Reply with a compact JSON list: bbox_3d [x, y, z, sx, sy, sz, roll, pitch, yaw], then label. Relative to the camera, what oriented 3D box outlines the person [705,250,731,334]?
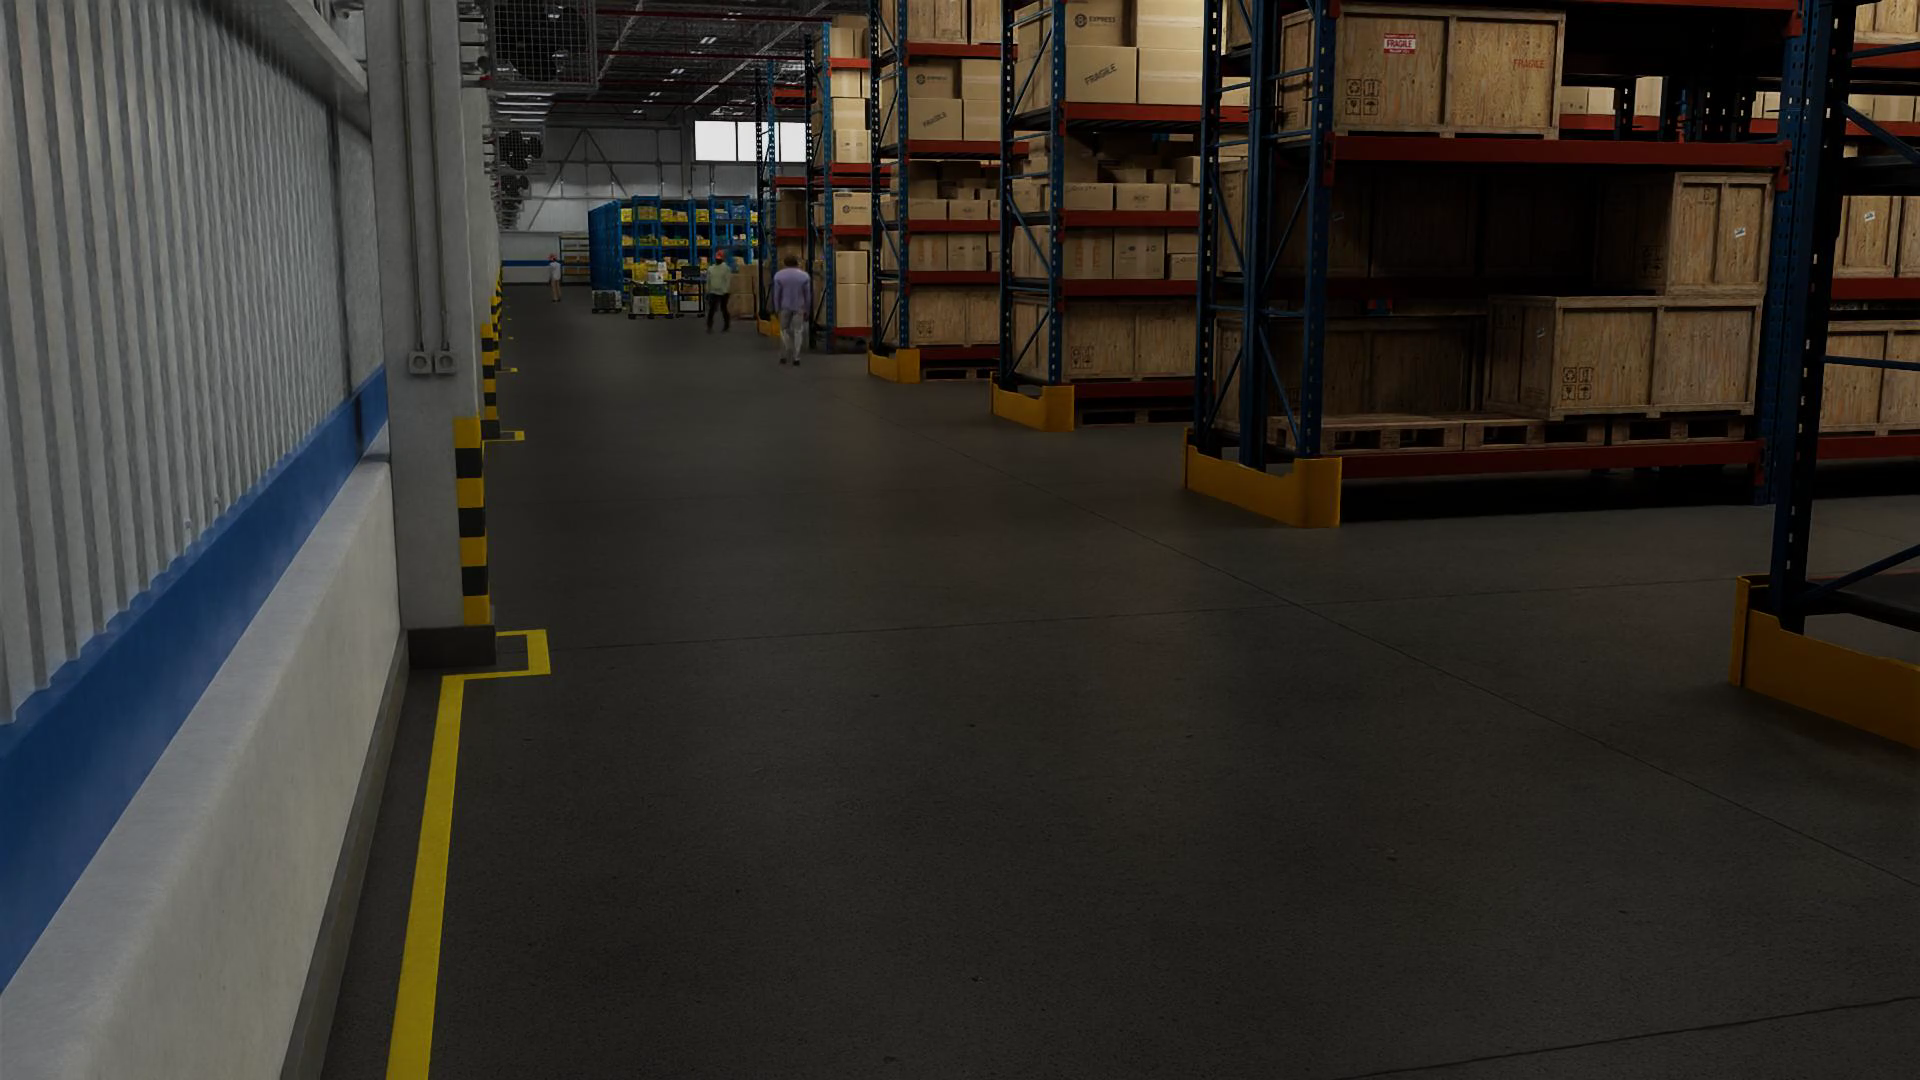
[{"bbox_3d":[-5.634,-5.812,38.937,0.638,1.956,0.843,2,10,10],"label":"person"}]

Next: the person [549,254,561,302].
[{"bbox_3d":[-14.816,-9.566,60.729,0.343,1.749,0.573,5,11,26],"label":"person"}]

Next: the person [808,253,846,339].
[{"bbox_3d":[-2.949,-5.378,36.580,0.935,1.901,0.647,-1,10,-6],"label":"person"}]

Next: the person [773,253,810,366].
[{"bbox_3d":[-2.872,-3.928,28.393,0.642,1.898,0.955,-2,10,-11],"label":"person"}]

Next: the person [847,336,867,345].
[{"bbox_3d":[-2.064,-4.917,34.232,0.431,1.808,0.613,-8,13,-38],"label":"person"}]
